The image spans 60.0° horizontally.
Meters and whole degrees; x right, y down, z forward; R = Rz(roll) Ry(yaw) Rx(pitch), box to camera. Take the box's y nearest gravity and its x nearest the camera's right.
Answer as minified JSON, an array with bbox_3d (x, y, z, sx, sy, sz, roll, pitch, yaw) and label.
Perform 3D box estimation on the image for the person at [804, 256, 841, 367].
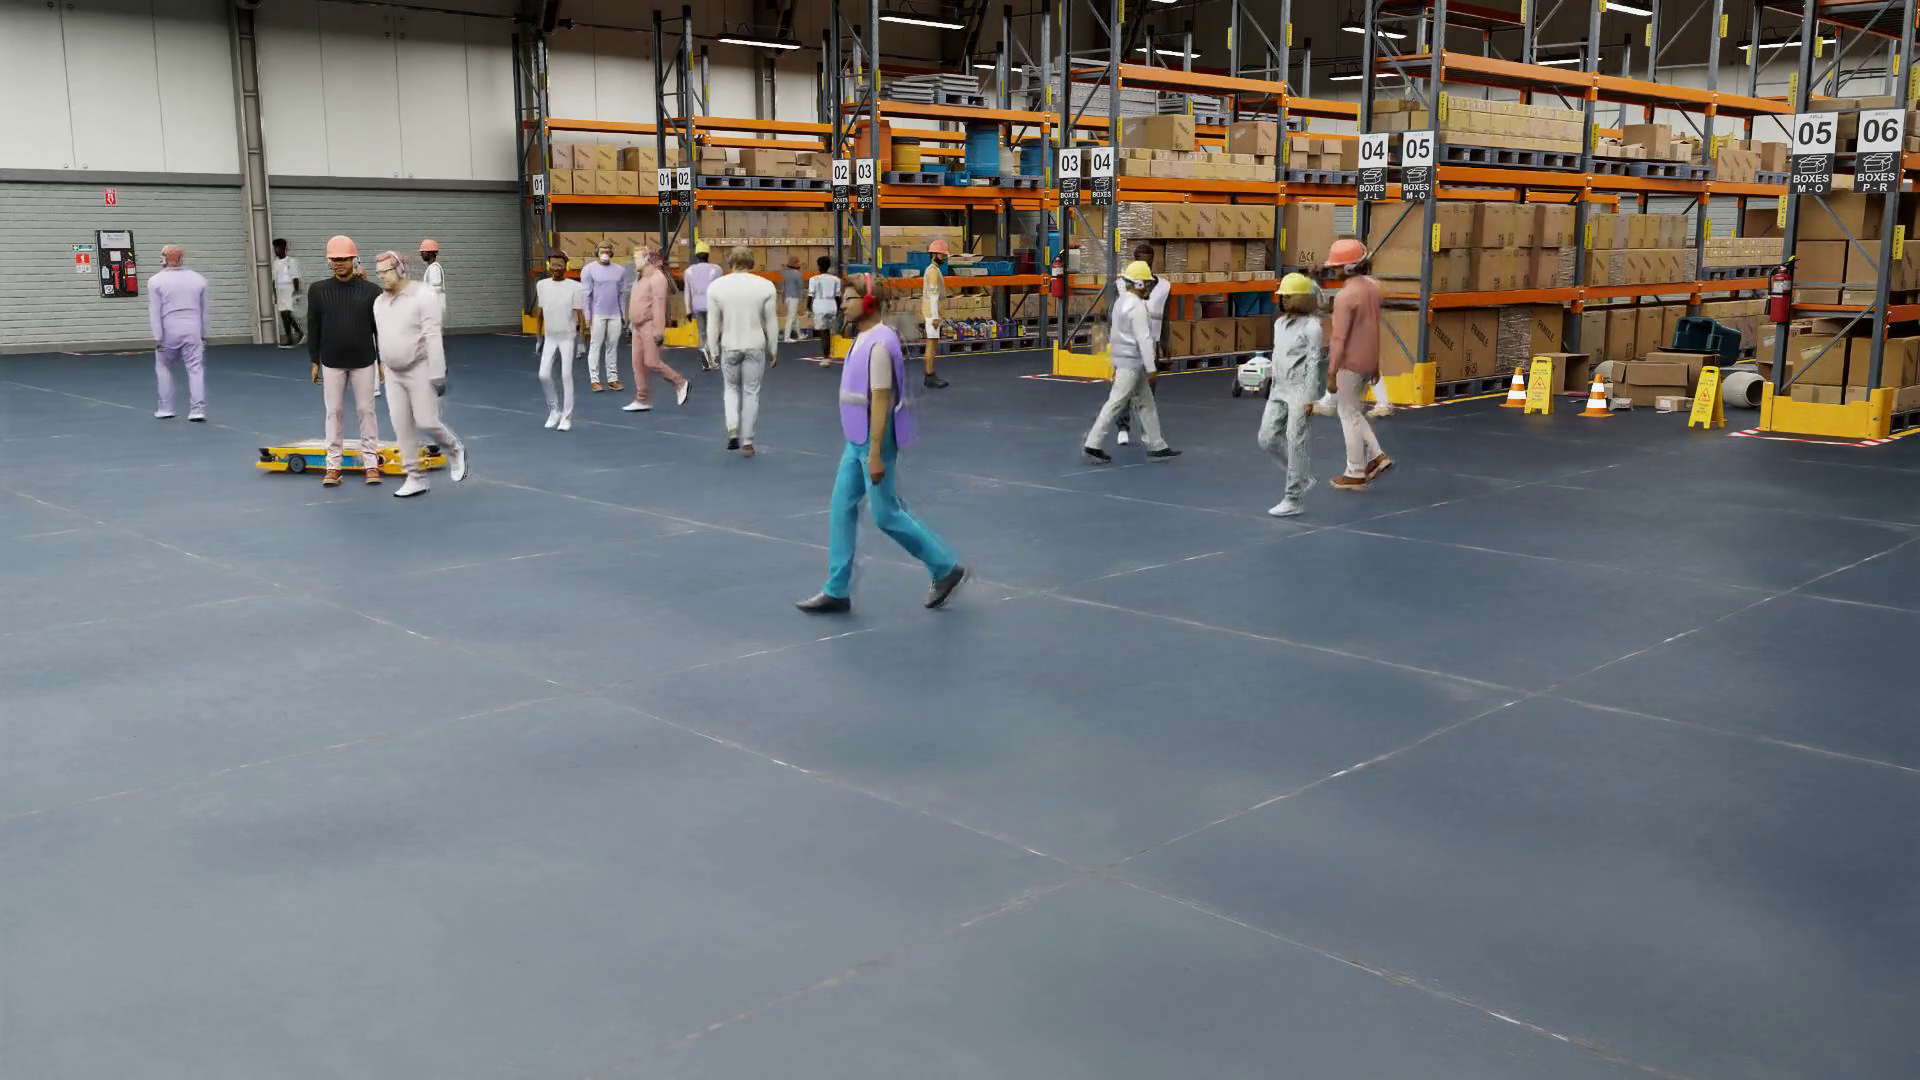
[{"bbox_3d":[-2.137,-3.506,25.538,0.545,1.673,0.674,-8,13,-37],"label":"person"}]

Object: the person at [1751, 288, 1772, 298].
[{"bbox_3d":[15.539,-4.820,32.091,0.903,1.914,0.627,-5,11,-24],"label":"person"}]

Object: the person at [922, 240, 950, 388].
[{"bbox_3d":[-0.318,-3.011,22.137,0.376,1.934,0.547,-1,10,-3],"label":"person"}]

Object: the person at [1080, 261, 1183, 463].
[{"bbox_3d":[1.500,-1.567,14.695,0.942,1.785,0.595,-1,10,-5],"label":"person"}]

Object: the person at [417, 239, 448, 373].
[{"bbox_3d":[-7.718,-3.419,24.351,0.361,1.938,0.545,-4,11,-21],"label":"person"}]

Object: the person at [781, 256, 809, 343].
[{"bbox_3d":[-3.050,-4.523,31.271,0.533,1.597,0.781,10,14,44],"label":"person"}]

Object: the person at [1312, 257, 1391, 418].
[{"bbox_3d":[4.389,-2.252,18.408,0.975,1.791,0.645,10,14,43],"label":"person"}]

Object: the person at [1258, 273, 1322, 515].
[{"bbox_3d":[2.385,-1.047,11.955,0.379,1.731,0.503,-5,12,-27],"label":"person"}]

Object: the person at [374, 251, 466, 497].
[{"bbox_3d":[-4.225,-1.295,12.925,0.673,1.880,0.603,4,11,21],"label":"person"}]

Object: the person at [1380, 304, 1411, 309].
[{"bbox_3d":[5.782,-2.991,22.444,0.582,1.782,0.819,4,11,23],"label":"person"}]

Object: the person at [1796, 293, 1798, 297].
[{"bbox_3d":[16.857,-4.996,33.249,0.905,1.828,0.508,8,13,39],"label":"person"}]

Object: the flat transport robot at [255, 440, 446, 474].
[{"bbox_3d":[-5.251,-0.729,14.348,1.431,0.197,0.652,2,11,12],"label":"flat transport robot"}]

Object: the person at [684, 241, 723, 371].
[{"bbox_3d":[-3.778,-3.445,24.561,0.608,1.912,0.628,2,11,10],"label":"person"}]

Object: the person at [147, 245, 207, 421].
[{"bbox_3d":[-8.512,-2.244,18.074,0.789,1.884,0.640,10,14,44],"label":"person"}]

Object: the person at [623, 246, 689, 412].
[{"bbox_3d":[-3.512,-2.418,19.029,0.687,1.882,0.654,-7,13,-34],"label":"person"}]

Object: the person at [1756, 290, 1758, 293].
[{"bbox_3d":[17.477,-5.624,36.077,0.612,2.048,0.363,-1,10,-3],"label":"person"}]

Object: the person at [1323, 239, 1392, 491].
[{"bbox_3d":[3.085,-1.369,13.081,0.443,1.970,0.648,9,14,40],"label":"person"}]

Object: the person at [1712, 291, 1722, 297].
[{"bbox_3d":[16.503,-5.609,36.329,0.665,1.922,0.563,4,11,20],"label":"person"}]

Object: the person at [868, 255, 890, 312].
[{"bbox_3d":[-1.488,-4.170,28.965,0.548,1.751,0.366,8,13,37],"label":"person"}]

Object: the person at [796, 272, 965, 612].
[{"bbox_3d":[-0.422,-0.515,8.858,0.859,1.815,0.579,-3,11,-15],"label":"person"}]

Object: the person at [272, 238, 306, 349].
[{"bbox_3d":[-11.995,-4.383,29.556,0.641,1.952,0.419,6,12,32],"label":"person"}]

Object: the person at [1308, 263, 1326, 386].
[{"bbox_3d":[4.730,-2.892,22.301,0.310,1.636,0.523,2,11,10],"label":"person"}]

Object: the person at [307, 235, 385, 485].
[{"bbox_3d":[-4.940,-1.446,13.433,0.609,1.996,0.383,-3,11,-14],"label":"person"}]

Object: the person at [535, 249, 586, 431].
[{"bbox_3d":[-4.116,-2.047,17.079,0.569,1.855,0.419,1,10,5],"label":"person"}]

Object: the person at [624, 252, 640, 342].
[{"bbox_3d":[-6.134,-4.627,31.400,0.592,1.780,0.796,6,12,30],"label":"person"}]

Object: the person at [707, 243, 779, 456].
[{"bbox_3d":[-1.972,-1.740,15.228,0.639,1.920,0.442,0,10,-1],"label":"person"}]

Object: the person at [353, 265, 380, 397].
[{"bbox_3d":[-7.427,-2.592,20.689,0.320,1.628,0.508,-8,13,-36],"label":"person"}]

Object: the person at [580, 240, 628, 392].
[{"bbox_3d":[-4.580,-2.892,21.482,0.629,1.936,0.371,-9,14,-41],"label":"person"}]

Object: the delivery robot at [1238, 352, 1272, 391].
[{"bbox_3d":[3.754,-2.116,20.881,0.477,0.478,0.707,5,12,27],"label":"delivery robot"}]

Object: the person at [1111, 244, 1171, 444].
[{"bbox_3d":[1.744,-1.895,16.101,0.597,1.915,0.371,-2,11,-12],"label":"person"}]
